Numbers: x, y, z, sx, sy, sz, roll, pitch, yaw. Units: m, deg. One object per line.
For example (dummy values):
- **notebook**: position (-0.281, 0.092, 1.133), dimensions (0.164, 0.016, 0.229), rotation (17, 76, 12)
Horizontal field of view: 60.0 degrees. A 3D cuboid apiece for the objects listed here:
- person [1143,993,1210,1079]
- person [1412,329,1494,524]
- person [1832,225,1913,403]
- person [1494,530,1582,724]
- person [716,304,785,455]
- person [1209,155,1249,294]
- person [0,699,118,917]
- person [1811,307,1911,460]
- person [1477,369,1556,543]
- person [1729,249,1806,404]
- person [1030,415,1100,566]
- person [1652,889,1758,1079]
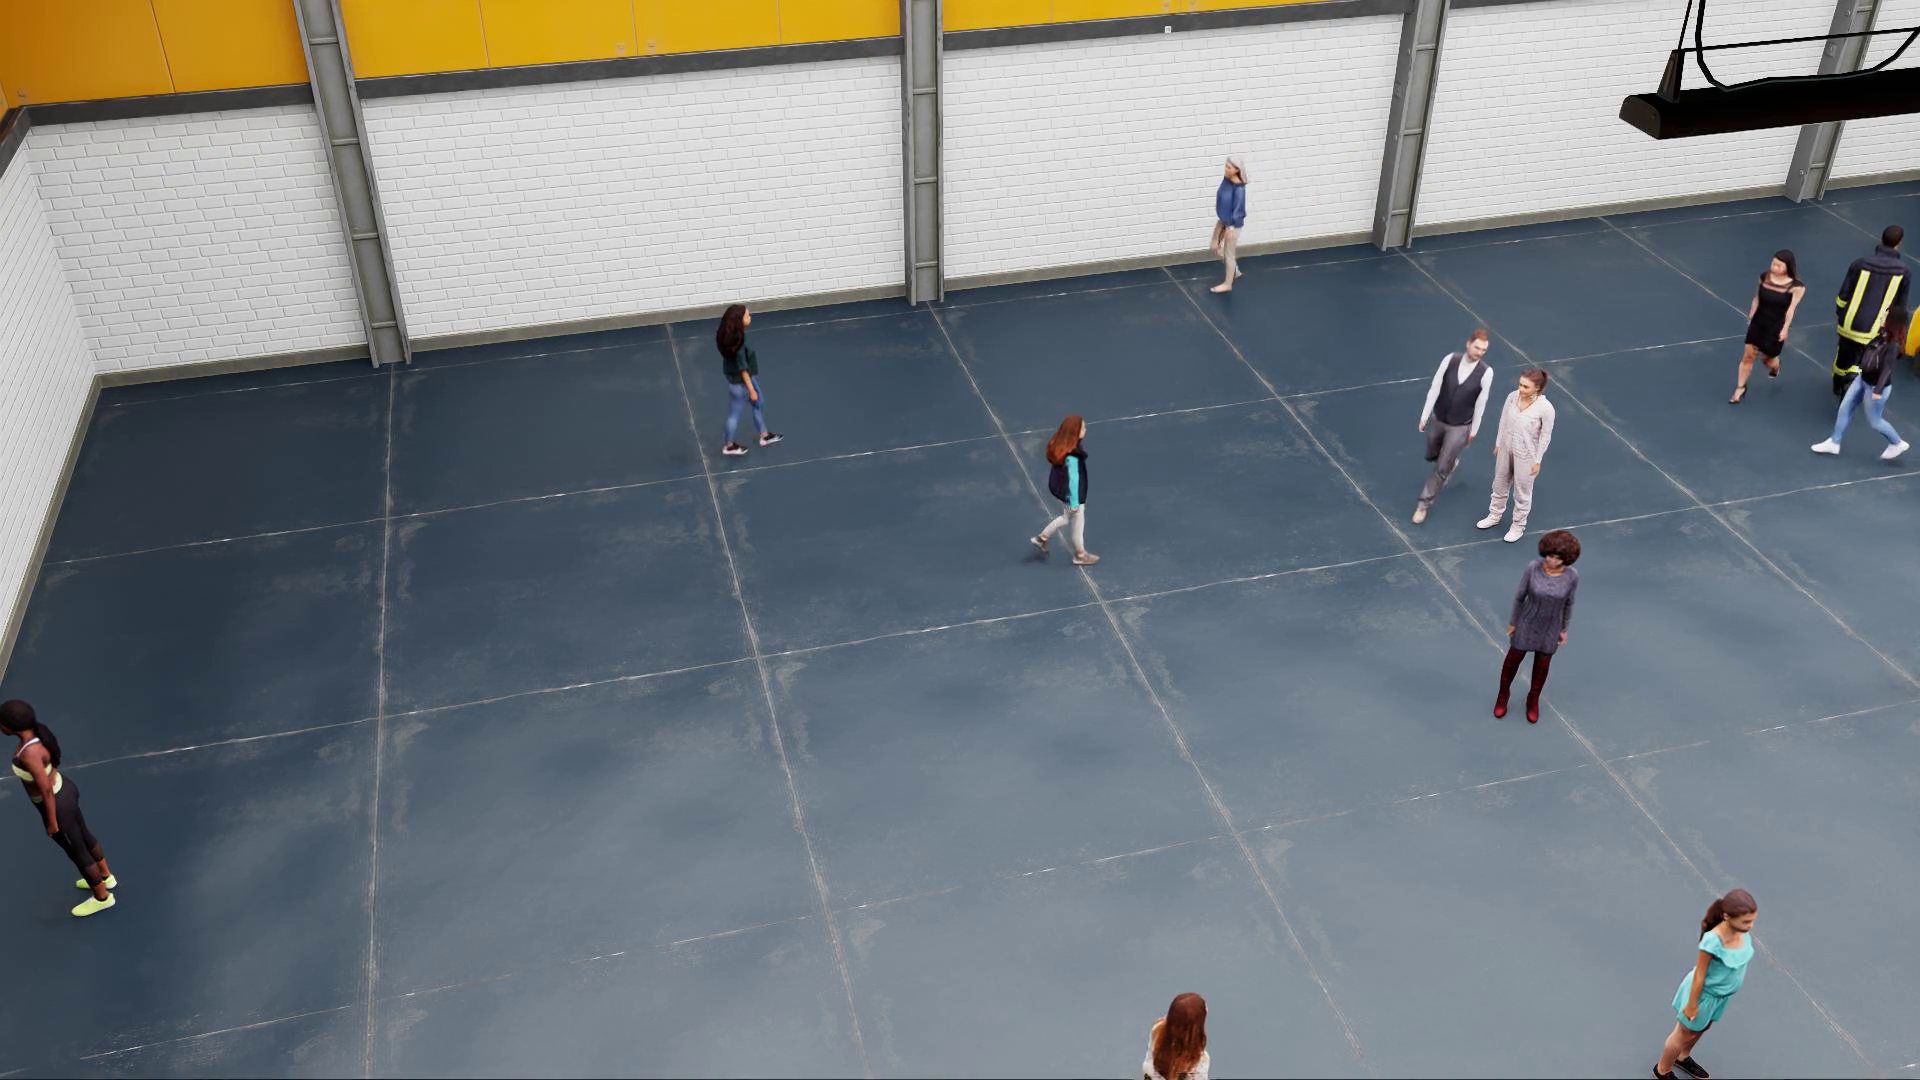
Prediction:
- **person**: position (1.077, 3.103, 9.003), dimensions (0.962, 1.706, 0.715), rotation (-15, 37, -22)
- **person**: position (4.504, -1.093, 15.133), dimensions (1.066, 1.909, 1.176), rotation (26, 42, 34)
- **person**: position (9.190, -2.241, 16.860), dimensions (1.169, 1.908, 1.227), rotation (17, 37, 24)
- **person**: position (4.414, 0.647, 12.692), dimensions (0.610, 1.712, 0.719), rotation (10, 35, 14)
- **person**: position (-2.208, -1.515, 16.050), dimensions (0.840, 1.595, 0.597), rotation (-9, 35, -13)
- **person**: position (3.189, -3.644, 19.168), dimensions (0.615, 1.690, 0.616), rotation (-8, 34, -11)
- **person**: position (-5.955, 1.746, 11.001), dimensions (0.509, 1.754, 0.570), rotation (-10, 35, -15)
- **person**: position (8.851, -1.467, 15.972), dimensions (1.164, 1.602, 0.966), rotation (8, 34, 11)
- **person**: position (5.016, -0.788, 14.871), dimensions (0.713, 1.691, 0.722), rotation (-25, 41, -32)
- **person**: position (8.283, -2.167, 16.940), dimensions (0.984, 1.696, 0.832), rotation (-22, 40, -30)
- **person**: position (0.916, -0.427, 14.512), dimensions (0.885, 1.486, 0.670), rotation (-2, 34, -3)
- **person**: position (4.424, 2.648, 9.821), dimensions (0.566, 1.558, 0.676), rotation (-21, 39, -28)
